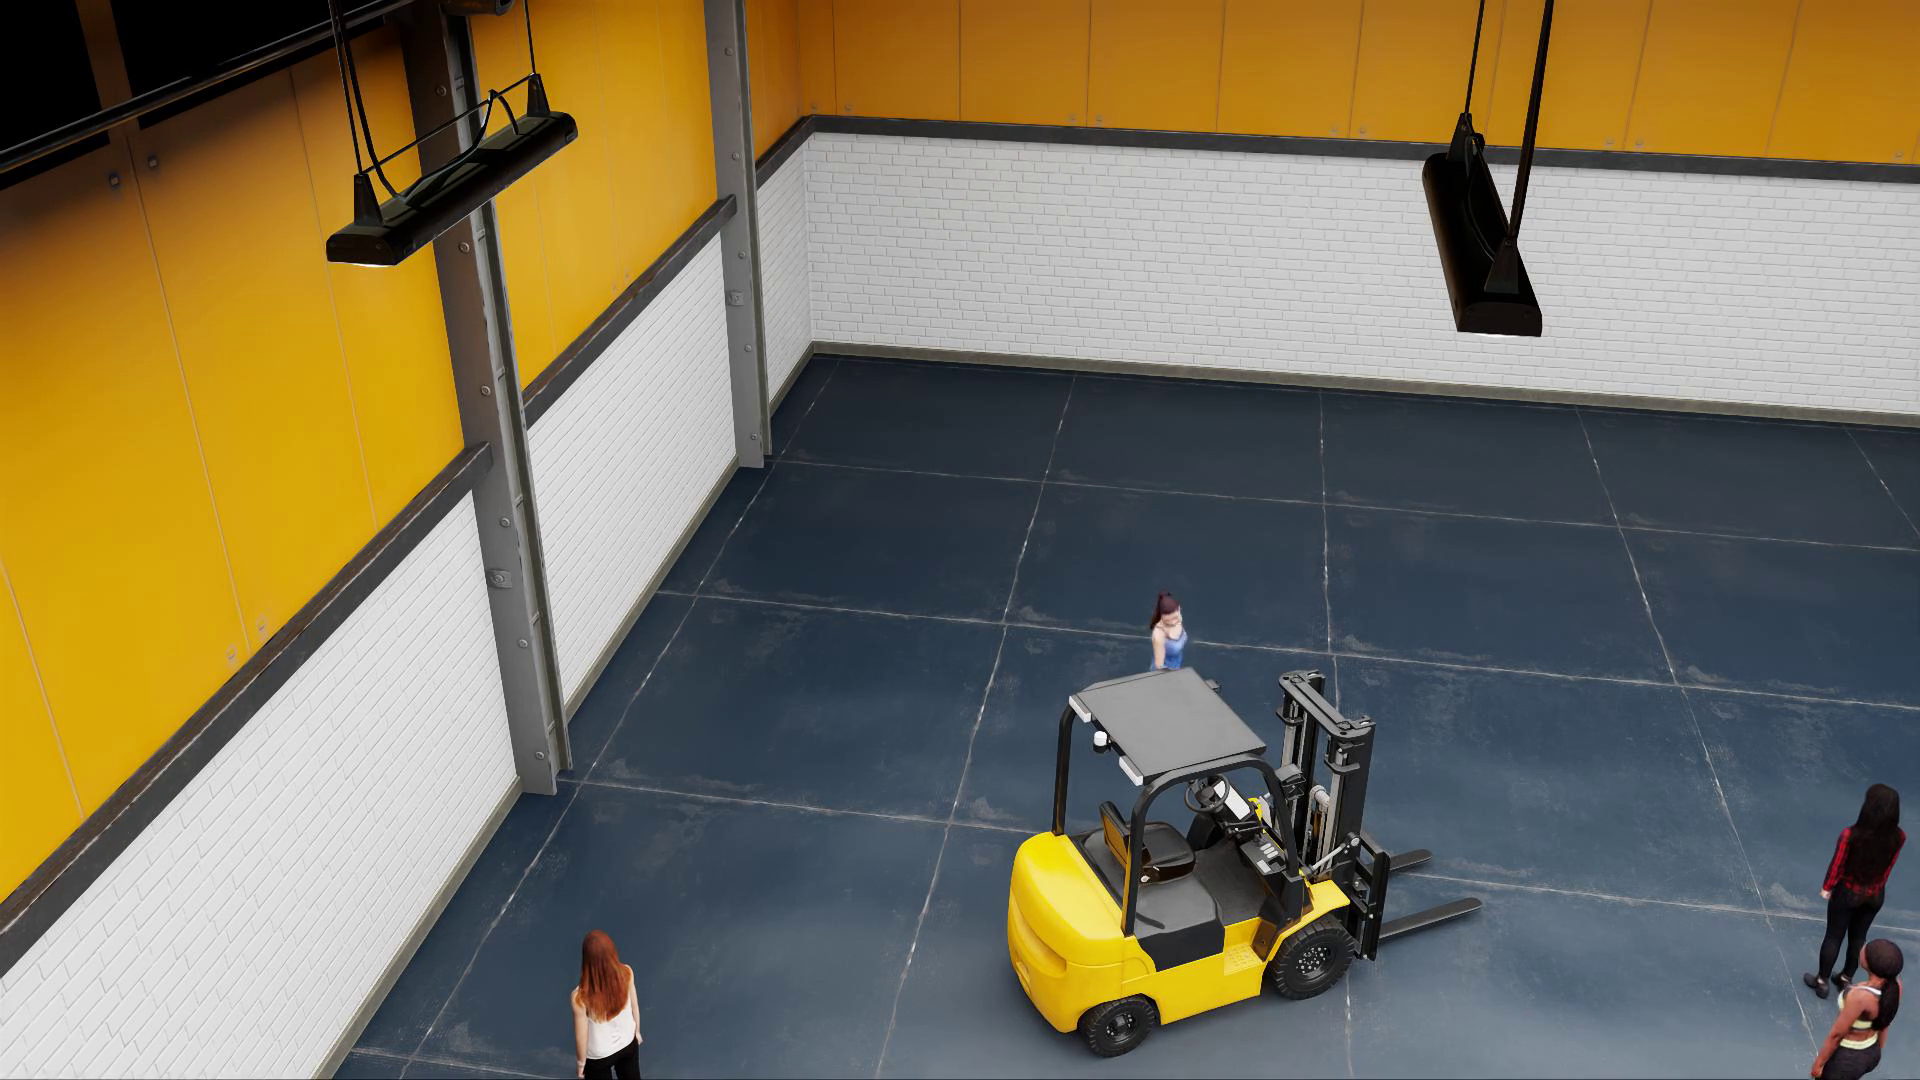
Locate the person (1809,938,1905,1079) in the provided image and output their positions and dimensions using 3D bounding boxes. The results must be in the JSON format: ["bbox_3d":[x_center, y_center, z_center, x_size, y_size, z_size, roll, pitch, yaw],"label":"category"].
[{"bbox_3d":[5.163,3.049,9.562,0.937,1.728,1.113,-12,31,-21],"label":"person"}]

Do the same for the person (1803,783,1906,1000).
[{"bbox_3d":[5.928,2.331,10.959,0.617,1.651,0.573,0,29,-1],"label":"person"}]

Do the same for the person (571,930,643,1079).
[{"bbox_3d":[-2.041,2.966,9.721,0.630,1.722,0.715,-23,36,-36],"label":"person"}]

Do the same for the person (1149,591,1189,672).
[{"bbox_3d":[1.651,1.056,13.362,0.825,1.587,0.586,7,29,13],"label":"person"}]
